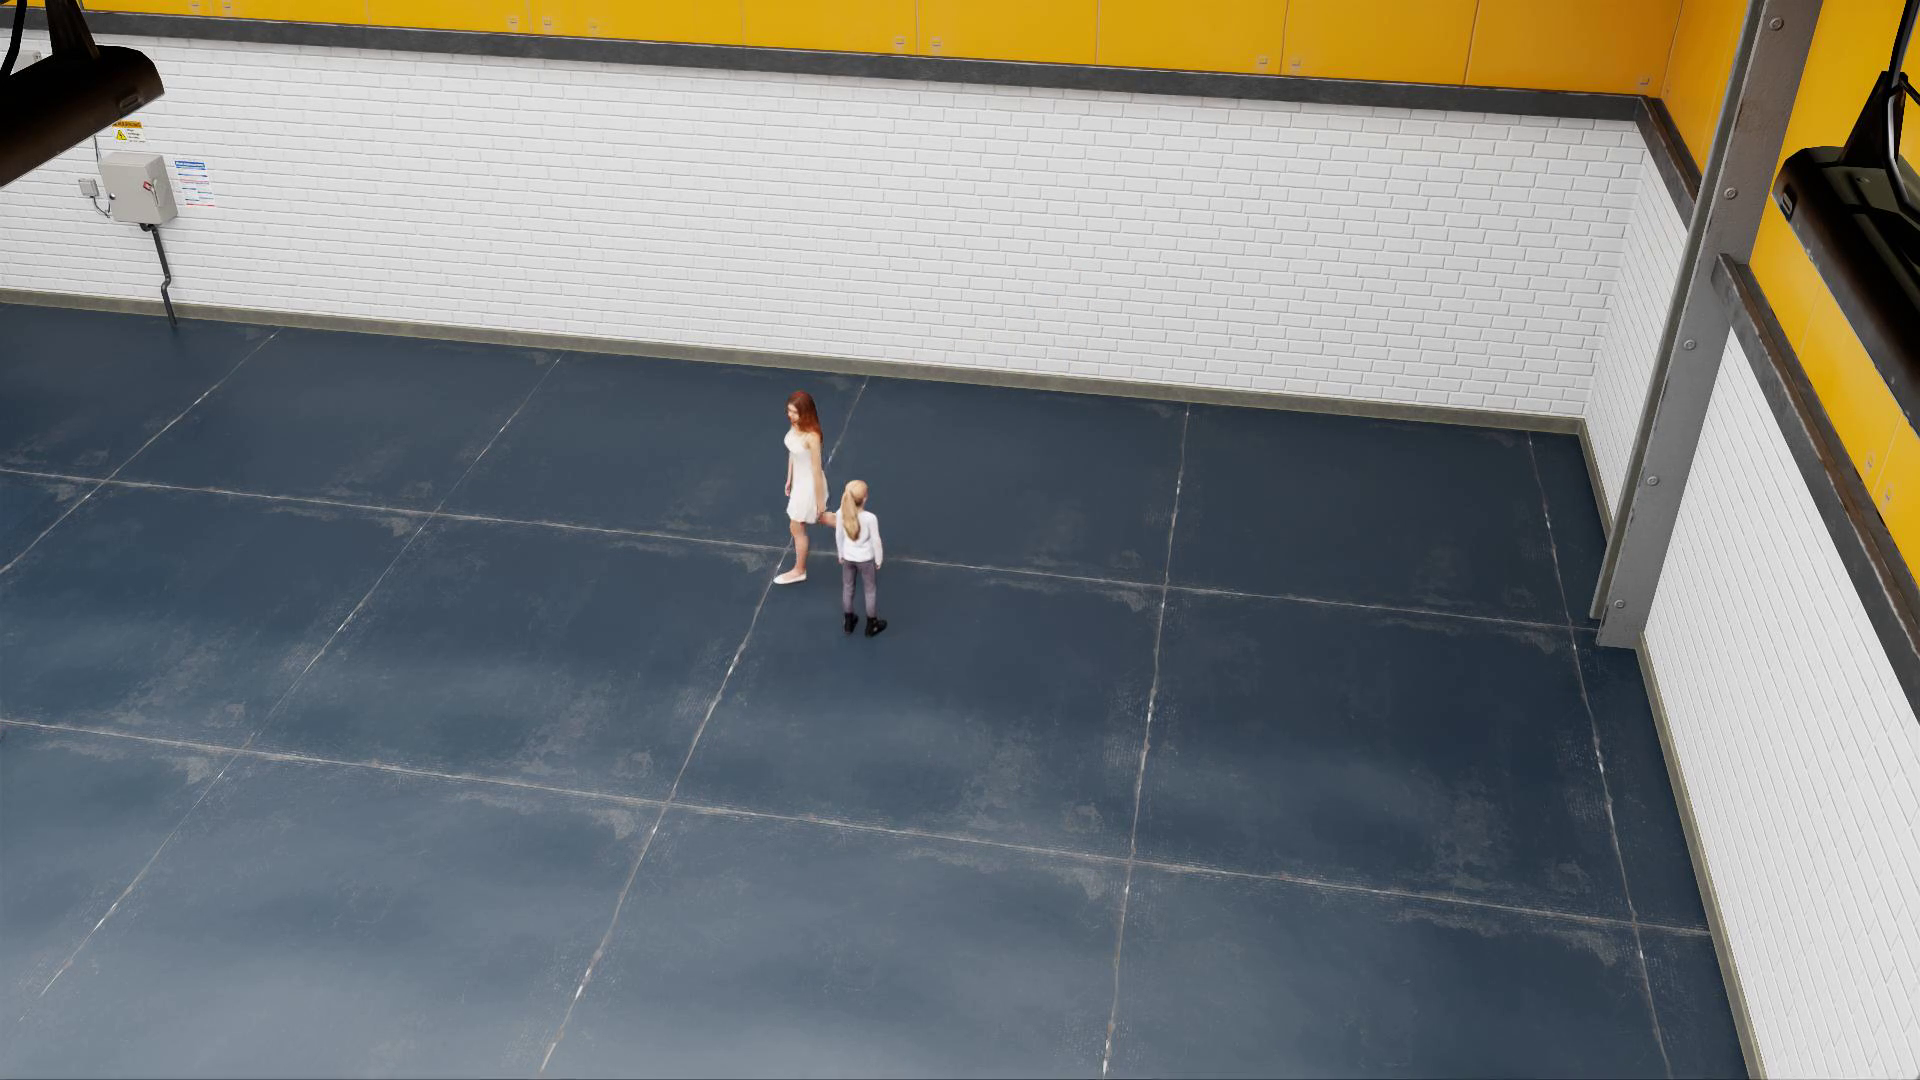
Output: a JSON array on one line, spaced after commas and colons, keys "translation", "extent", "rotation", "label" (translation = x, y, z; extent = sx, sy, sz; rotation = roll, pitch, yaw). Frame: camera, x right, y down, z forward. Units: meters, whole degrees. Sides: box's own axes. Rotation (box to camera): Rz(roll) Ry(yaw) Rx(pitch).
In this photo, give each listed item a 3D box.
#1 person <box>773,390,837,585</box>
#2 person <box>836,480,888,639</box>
[{"translation": [-1.043, -0.418, 12.435], "extent": [0.948, 1.676, 1.044], "rotation": [-8, 35, -13], "label": "person"}, {"translation": [-0.733, 0.127, 11.974], "extent": [0.526, 1.278, 0.531], "rotation": [12, 35, 17], "label": "person"}]
